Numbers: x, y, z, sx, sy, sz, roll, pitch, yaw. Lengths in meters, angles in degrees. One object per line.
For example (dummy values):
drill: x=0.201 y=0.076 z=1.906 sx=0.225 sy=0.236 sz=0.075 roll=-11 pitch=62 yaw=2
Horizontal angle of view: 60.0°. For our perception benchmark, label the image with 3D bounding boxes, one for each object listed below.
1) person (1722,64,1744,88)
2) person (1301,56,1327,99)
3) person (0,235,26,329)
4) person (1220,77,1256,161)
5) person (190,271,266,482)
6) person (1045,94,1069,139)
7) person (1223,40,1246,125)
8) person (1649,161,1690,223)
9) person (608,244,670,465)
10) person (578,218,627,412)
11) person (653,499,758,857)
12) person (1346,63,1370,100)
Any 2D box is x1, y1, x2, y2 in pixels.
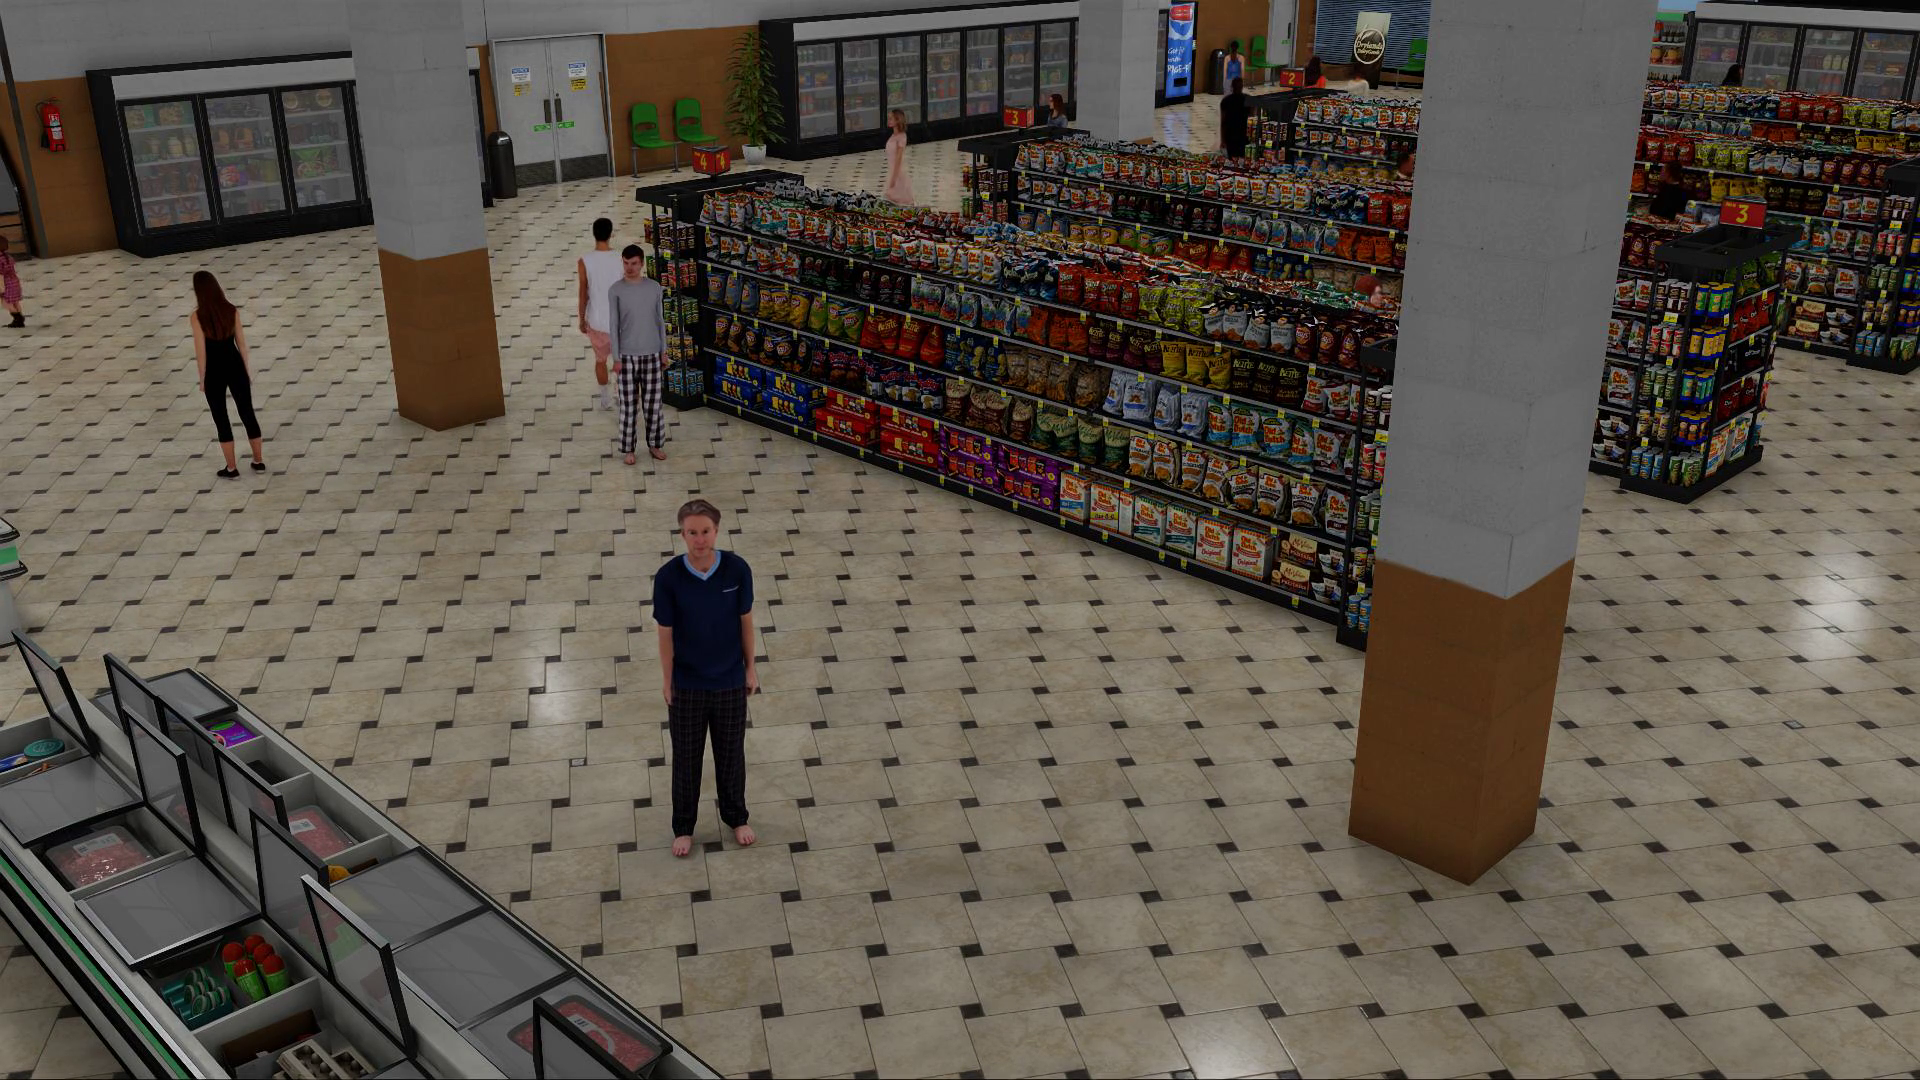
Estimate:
person: x=13.173 y=-7.397 z=28.794 sx=1.010 sy=1.590 sz=0.931 roll=2 pitch=22 yaw=5
person: x=6.031 y=-7.414 z=28.693 sx=1.018 sy=1.698 sz=0.666 roll=20 pitch=29 yaw=40
person: x=-10.363 y=-2.814 z=18.160 sx=0.569 sy=1.015 sz=0.513 roll=2 pitch=22 yaw=4
person: x=4.210 y=-6.083 z=25.239 sx=1.055 sy=1.803 sz=1.053 roll=4 pitch=22 yaw=10
person: x=-5.987 y=-1.342 z=13.545 sx=0.498 sy=1.724 sz=0.553 roll=20 pitch=29 yaw=41
person: x=1.409 y=-5.652 z=24.302 sx=0.713 sy=1.703 sz=0.528 roll=-14 pitch=26 yaw=-30
person: x=5.386 y=-9.019 z=32.808 sx=0.633 sy=1.608 sz=0.710 roll=2 pitch=22 yaw=5
person: x=7.436 y=-2.990 z=17.435 sx=0.728 sy=1.881 sz=0.881 roll=-18 pitch=28 yaw=-38
person: x=-2.692 y=-1.565 z=13.937 sx=0.698 sy=1.846 sz=0.669 roll=-10 pitch=24 yaw=-23
person: x=-3.191 y=-2.008 z=15.144 sx=0.919 sy=1.768 sz=0.991 roll=-6 pitch=23 yaw=-16
person: x=-1.270 y=0.678 z=8.320 sx=0.739 sy=1.871 sz=0.722 roll=-6 pitch=23 yaw=-15
person: x=6.699 y=-7.239 z=28.300 sx=0.687 sy=1.665 sz=0.576 roll=-18 pitch=28 yaw=-37
